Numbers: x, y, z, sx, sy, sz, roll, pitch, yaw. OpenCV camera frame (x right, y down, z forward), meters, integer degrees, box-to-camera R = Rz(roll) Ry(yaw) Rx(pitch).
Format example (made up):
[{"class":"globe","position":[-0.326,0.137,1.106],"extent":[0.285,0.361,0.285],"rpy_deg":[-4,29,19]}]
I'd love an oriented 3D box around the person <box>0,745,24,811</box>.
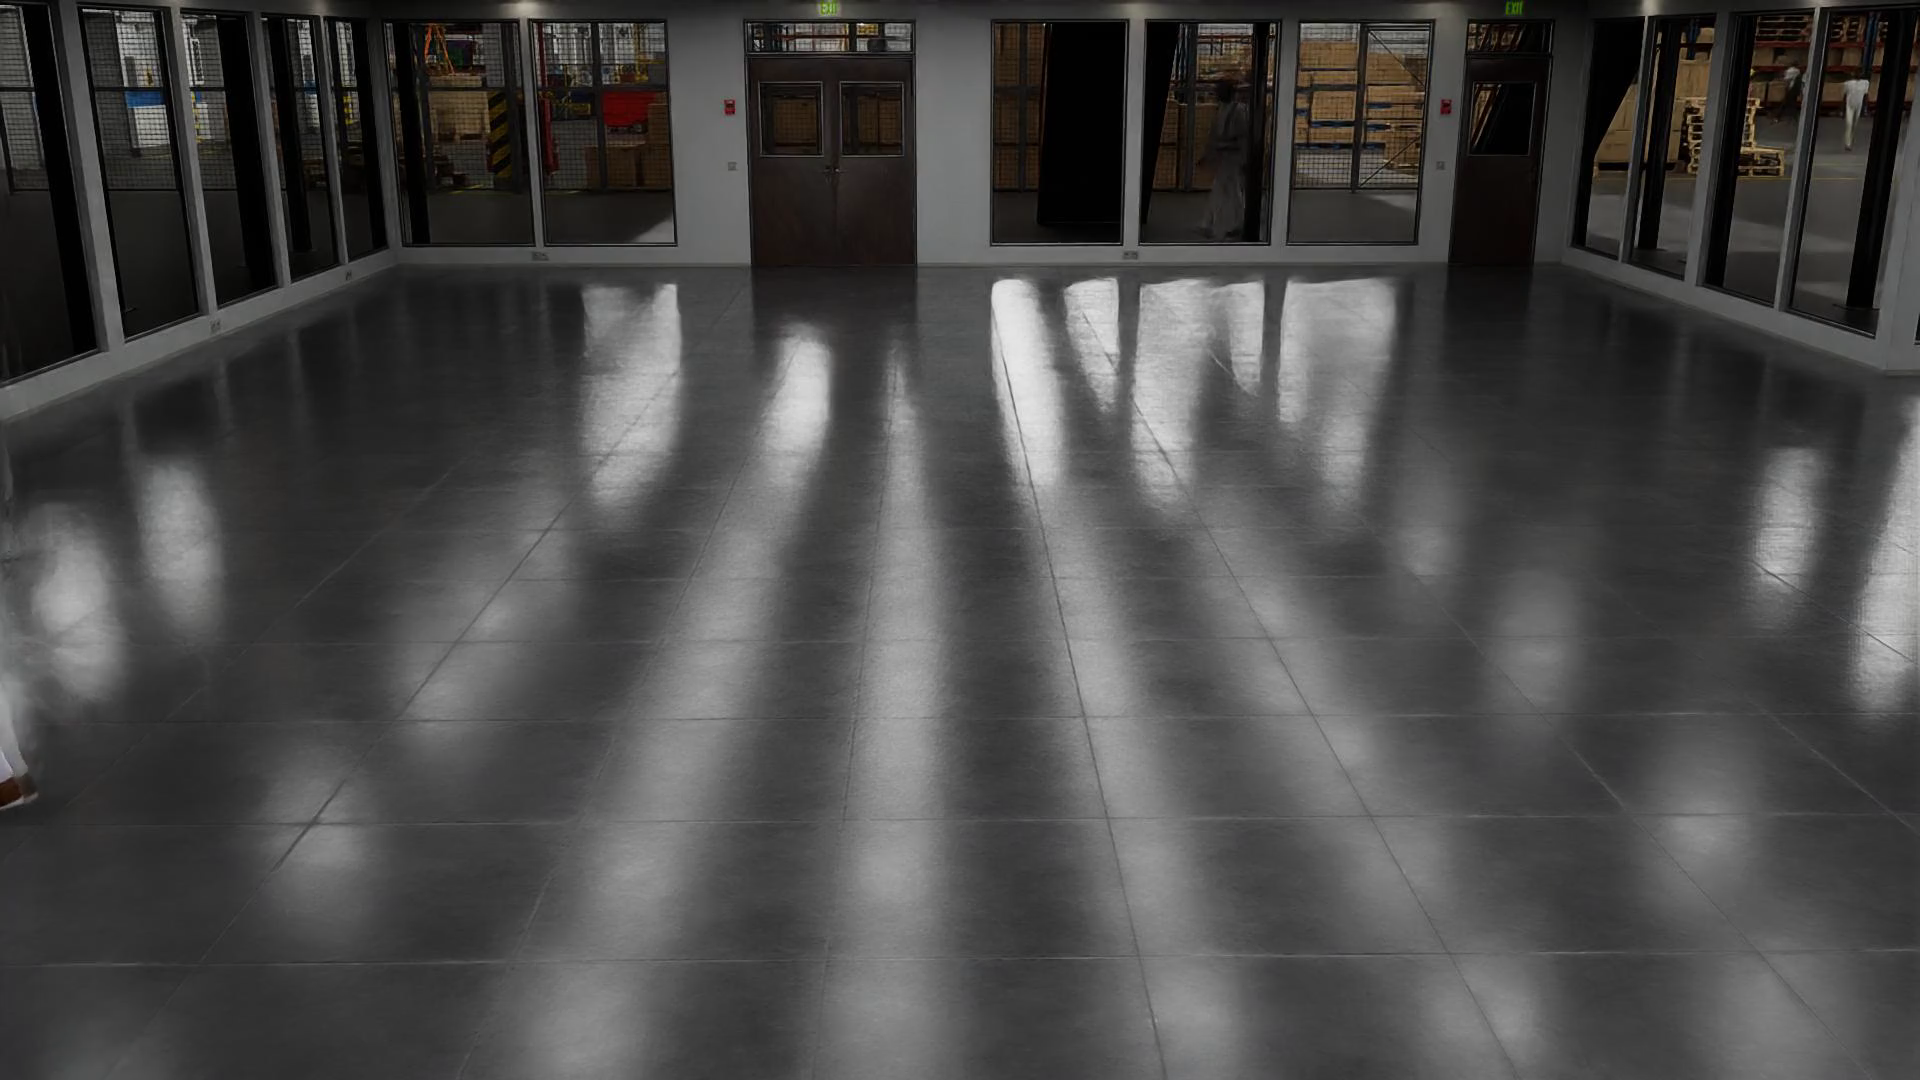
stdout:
[{"class":"person","position":[-2.952,-0.019,4.299],"extent":[0.559,1.836,0.846],"rpy_deg":[13,21,37]}]
